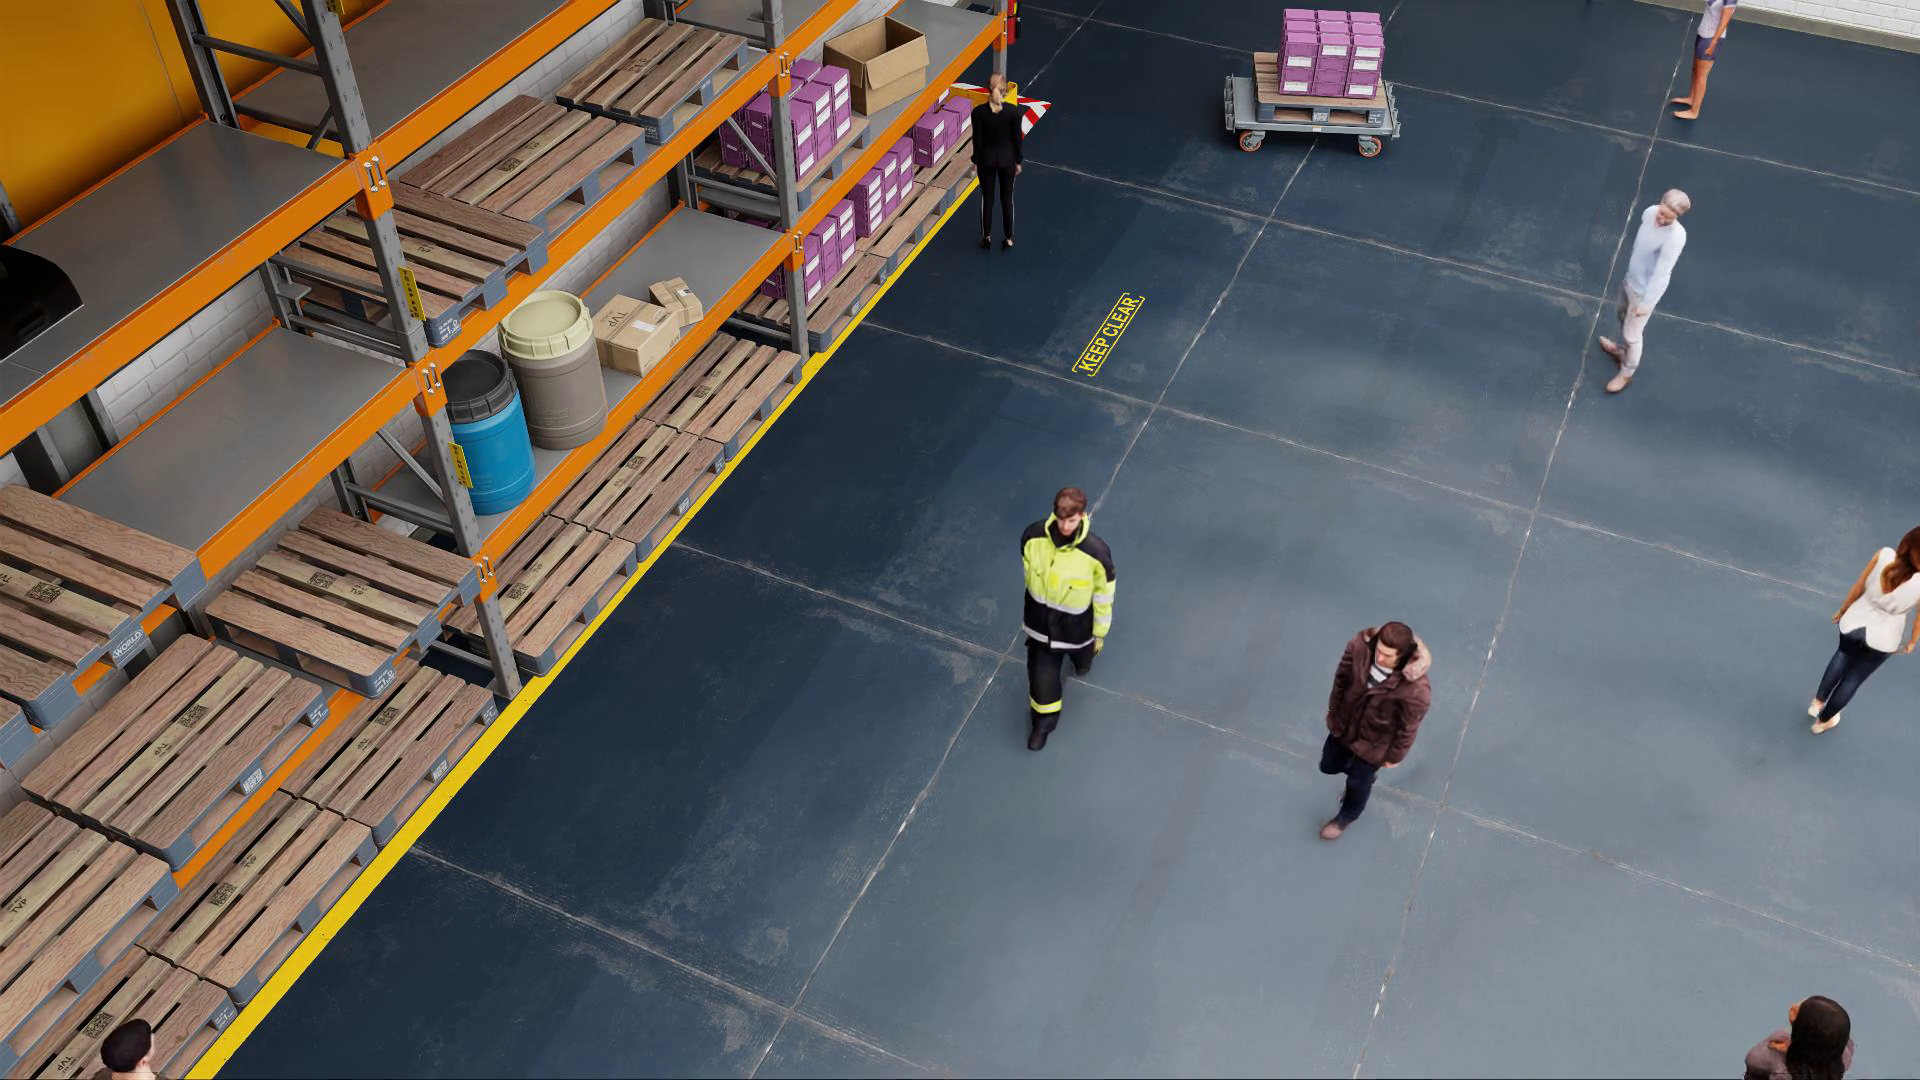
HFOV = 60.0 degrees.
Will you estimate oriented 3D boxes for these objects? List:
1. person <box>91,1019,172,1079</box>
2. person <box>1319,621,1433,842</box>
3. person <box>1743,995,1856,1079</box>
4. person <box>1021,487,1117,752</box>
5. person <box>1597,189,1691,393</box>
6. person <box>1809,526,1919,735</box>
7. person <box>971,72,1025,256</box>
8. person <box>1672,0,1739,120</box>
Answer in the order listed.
[{"bbox_3d":[-3.737,2.964,7.760,0.780,1.842,1.189,11,45,11],"label":"person"},{"bbox_3d":[2.456,1.063,9.764,0.946,1.830,0.918,-27,50,-25],"label":"person"},{"bbox_3d":[3.958,2.838,7.938,1.198,1.779,1.184,-18,47,-18],"label":"person"},{"bbox_3d":[0.687,0.371,10.407,0.823,1.945,1.232,14,45,14],"label":"person"},{"bbox_3d":[5.344,-1.997,12.960,1.023,1.852,0.798,6,44,6],"label":"person"},{"bbox_3d":[5.588,0.599,10.290,0.727,1.776,0.719,-28,50,-26],"label":"person"},{"bbox_3d":[0.317,-3.242,14.372,0.691,1.707,0.682,0,44,1],"label":"person"},{"bbox_3d":[7.306,-4.895,16.167,0.670,1.624,0.488,11,45,12],"label":"person"}]
